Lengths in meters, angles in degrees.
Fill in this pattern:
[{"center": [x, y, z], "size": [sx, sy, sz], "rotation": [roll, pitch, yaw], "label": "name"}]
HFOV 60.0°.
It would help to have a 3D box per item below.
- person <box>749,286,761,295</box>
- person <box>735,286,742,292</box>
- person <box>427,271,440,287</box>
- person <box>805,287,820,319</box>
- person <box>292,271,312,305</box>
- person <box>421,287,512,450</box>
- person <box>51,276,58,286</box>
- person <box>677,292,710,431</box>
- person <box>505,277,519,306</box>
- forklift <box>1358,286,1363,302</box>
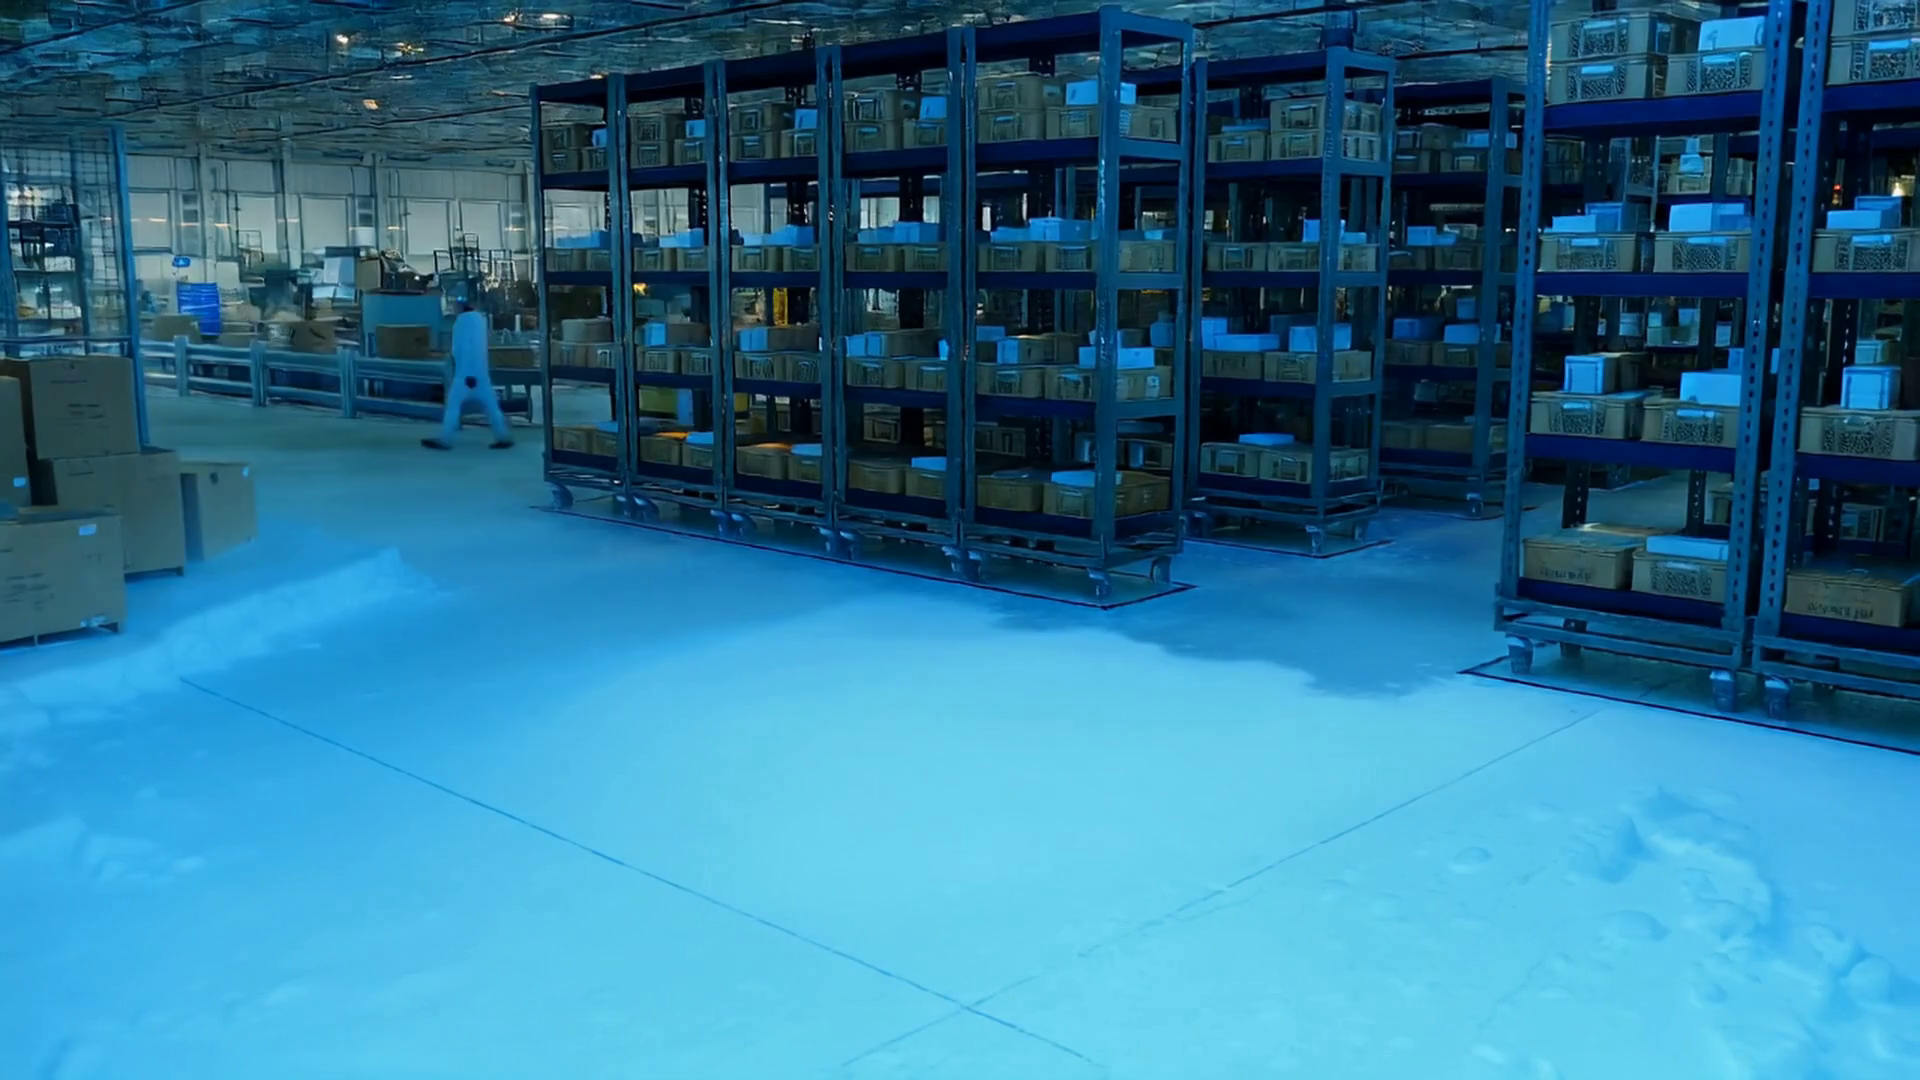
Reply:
[{"center": [-9.402, -11.392, 76.589], "size": [0.607, 1.966, 0.367], "rotation": [-6, 11, -34], "label": "person"}, {"center": [-8.205, -8.901, 61.759], "size": [0.460, 1.815, 0.624], "rotation": [-2, 9, -10], "label": "person"}, {"center": [-18.734, -8.589, 59.315], "size": [0.621, 1.992, 0.397], "rotation": [5, 11, 29], "label": "person"}, {"center": [-3.513, -5.219, 39.480], "size": [0.539, 1.712, 0.948], "rotation": [2, 10, 14], "label": "person"}, {"center": [-24.581, -9.071, 62.128], "size": [0.673, 2.000, 0.535], "rotation": [-4, 10, -25], "label": "person"}, {"center": [-5.634, -1.947, 19.012], "size": [1.011, 1.859, 0.636], "rotation": [1, 9, 7], "label": "person"}, {"center": [-38.411, -10.412, 70.720], "size": [0.622, 1.932, 0.383], "rotation": [-2, 10, -14], "label": "person"}, {"center": [-3.253, -2.149, 20.418], "size": [0.556, 1.807, 0.588], "rotation": [-2, 10, -13], "label": "person"}, {"center": [-17.250, -9.244, 64.051], "size": [0.545, 1.757, 0.413], "rotation": [-2, 10, -13], "label": "person"}, {"center": [11.100, -7.017, 46.970], "size": [1.873, 2.768, 1.129], "rotation": [9, 13, 43], "label": "forklift"}]
